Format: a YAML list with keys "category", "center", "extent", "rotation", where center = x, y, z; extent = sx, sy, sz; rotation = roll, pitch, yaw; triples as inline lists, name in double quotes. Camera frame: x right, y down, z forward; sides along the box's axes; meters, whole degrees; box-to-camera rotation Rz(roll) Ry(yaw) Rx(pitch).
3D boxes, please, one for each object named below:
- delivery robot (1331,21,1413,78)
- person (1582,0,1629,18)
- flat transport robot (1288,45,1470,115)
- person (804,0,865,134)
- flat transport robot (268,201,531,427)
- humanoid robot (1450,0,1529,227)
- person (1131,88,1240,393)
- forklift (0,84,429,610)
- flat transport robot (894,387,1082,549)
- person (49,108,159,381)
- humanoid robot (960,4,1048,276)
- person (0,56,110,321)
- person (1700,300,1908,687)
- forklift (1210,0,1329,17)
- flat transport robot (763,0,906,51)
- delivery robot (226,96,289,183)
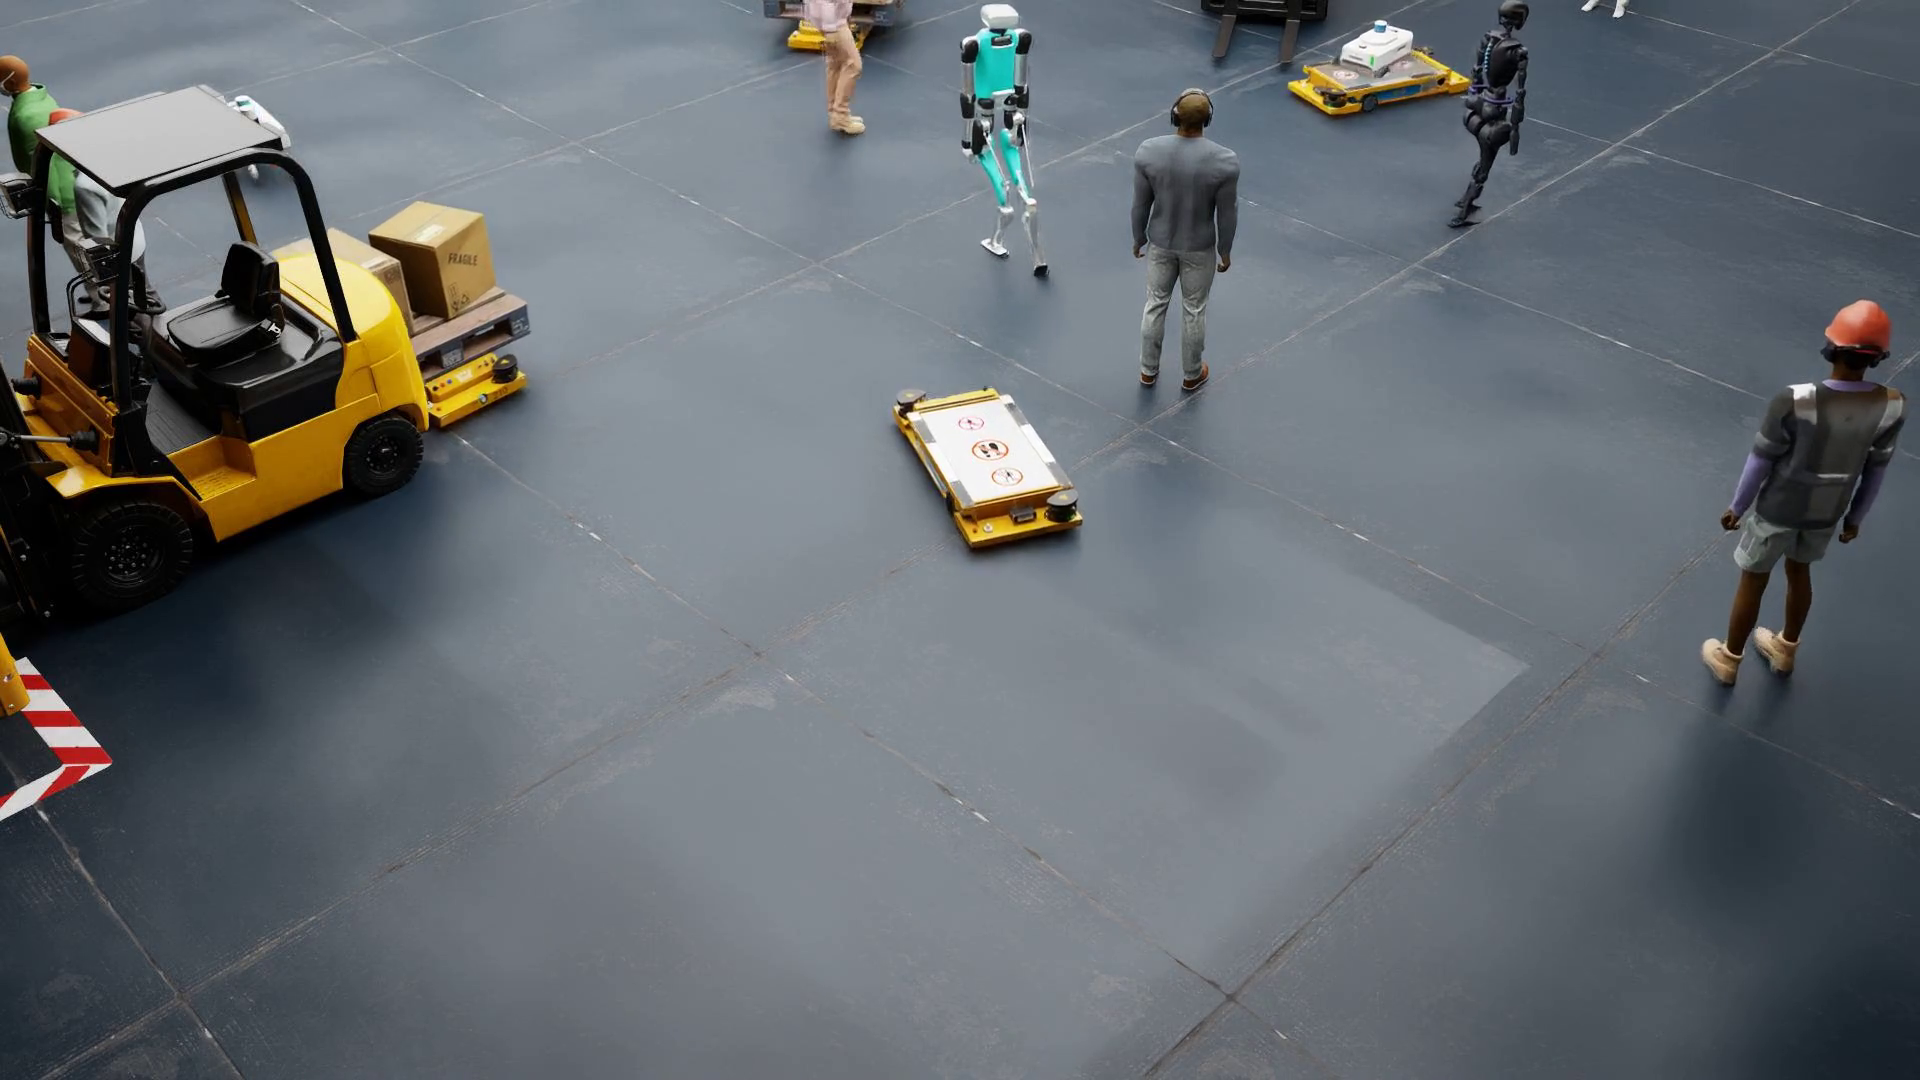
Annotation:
- category: "delivery robot"
  center: [3.565, -4.145, 14.322]
  extent: [0.499, 0.613, 0.803]
  rotation: [28, 45, 32]
- category: "person"
  center: [6.199, -5.727, 15.525]
  extent: [0.517, 1.632, 0.315]
  rotation: [25, 43, 29]
- category: "flat transport robot"
  center: [3.603, -3.947, 14.280]
  extent: [1.431, 0.231, 0.659]
  rotation: [-15, 39, -19]
- category: "person"
  center: [-0.973, -4.128, 13.277]
  extent: [0.541, 1.773, 0.556]
  rotation: [-4, 37, -5]
- category: "flat transport robot"
  center: [-3.471, -1.155, 10.543]
  extent: [1.431, 0.231, 0.659]
  rotation: [27, 44, 31]
- category: "humanoid robot"
  center: [3.818, -3.050, 11.907]
  extent: [0.480, 1.642, 0.591]
  rotation: [-13, 39, -16]
- category: "person"
  center: [1.333, -1.778, 9.983]
  extent: [0.634, 1.939, 0.363]
  rotation: [11, 38, 14]
- category: "forklift"
  center: [-4.145, -1.093, 8.856]
  extent: [2.313, 2.155, 1.214]
  rotation: [-31, 47, -34]
- category: "flat transport robot"
  center: [0.137, -0.472, 9.629]
  extent: [0.659, 0.231, 1.431]
  rotation: [-12, 38, -15]
- category: "person"
  center: [-5.185, -1.801, 10.181]
  extent: [0.351, 1.738, 0.572]
  rotation: [-4, 37, -6]
- category: "humanoid robot"
  center: [0.376, -2.641, 11.376]
  extent: [0.556, 1.870, 0.819]
  rotation: [-20, 41, -25]
- category: "person"
  center: [-5.843, -2.269, 10.781]
  extent: [0.389, 1.778, 0.535]
  rotation: [-12, 38, -16]
- category: "person"
  center: [3.911, -0.185, 7.777]
  extent: [0.609, 2.031, 0.404]
  rotation: [-2, 37, -2]
- category: "forklift"
  center: [3.106, -6.400, 15.960]
  extent: [1.214, 2.155, 2.313]
  rotation: [8, 37, 10]
- category: "flat transport robot"
  center: [-1.115, -4.921, 15.584]
  extent: [0.659, 0.231, 1.431]
  rotation: [7, 37, 9]
- category: "delivery robot"
  center: [-5.538, -3.172, 12.997]
  extent: [0.499, 0.587, 0.777]
  rotation: [-25, 43, -29]
